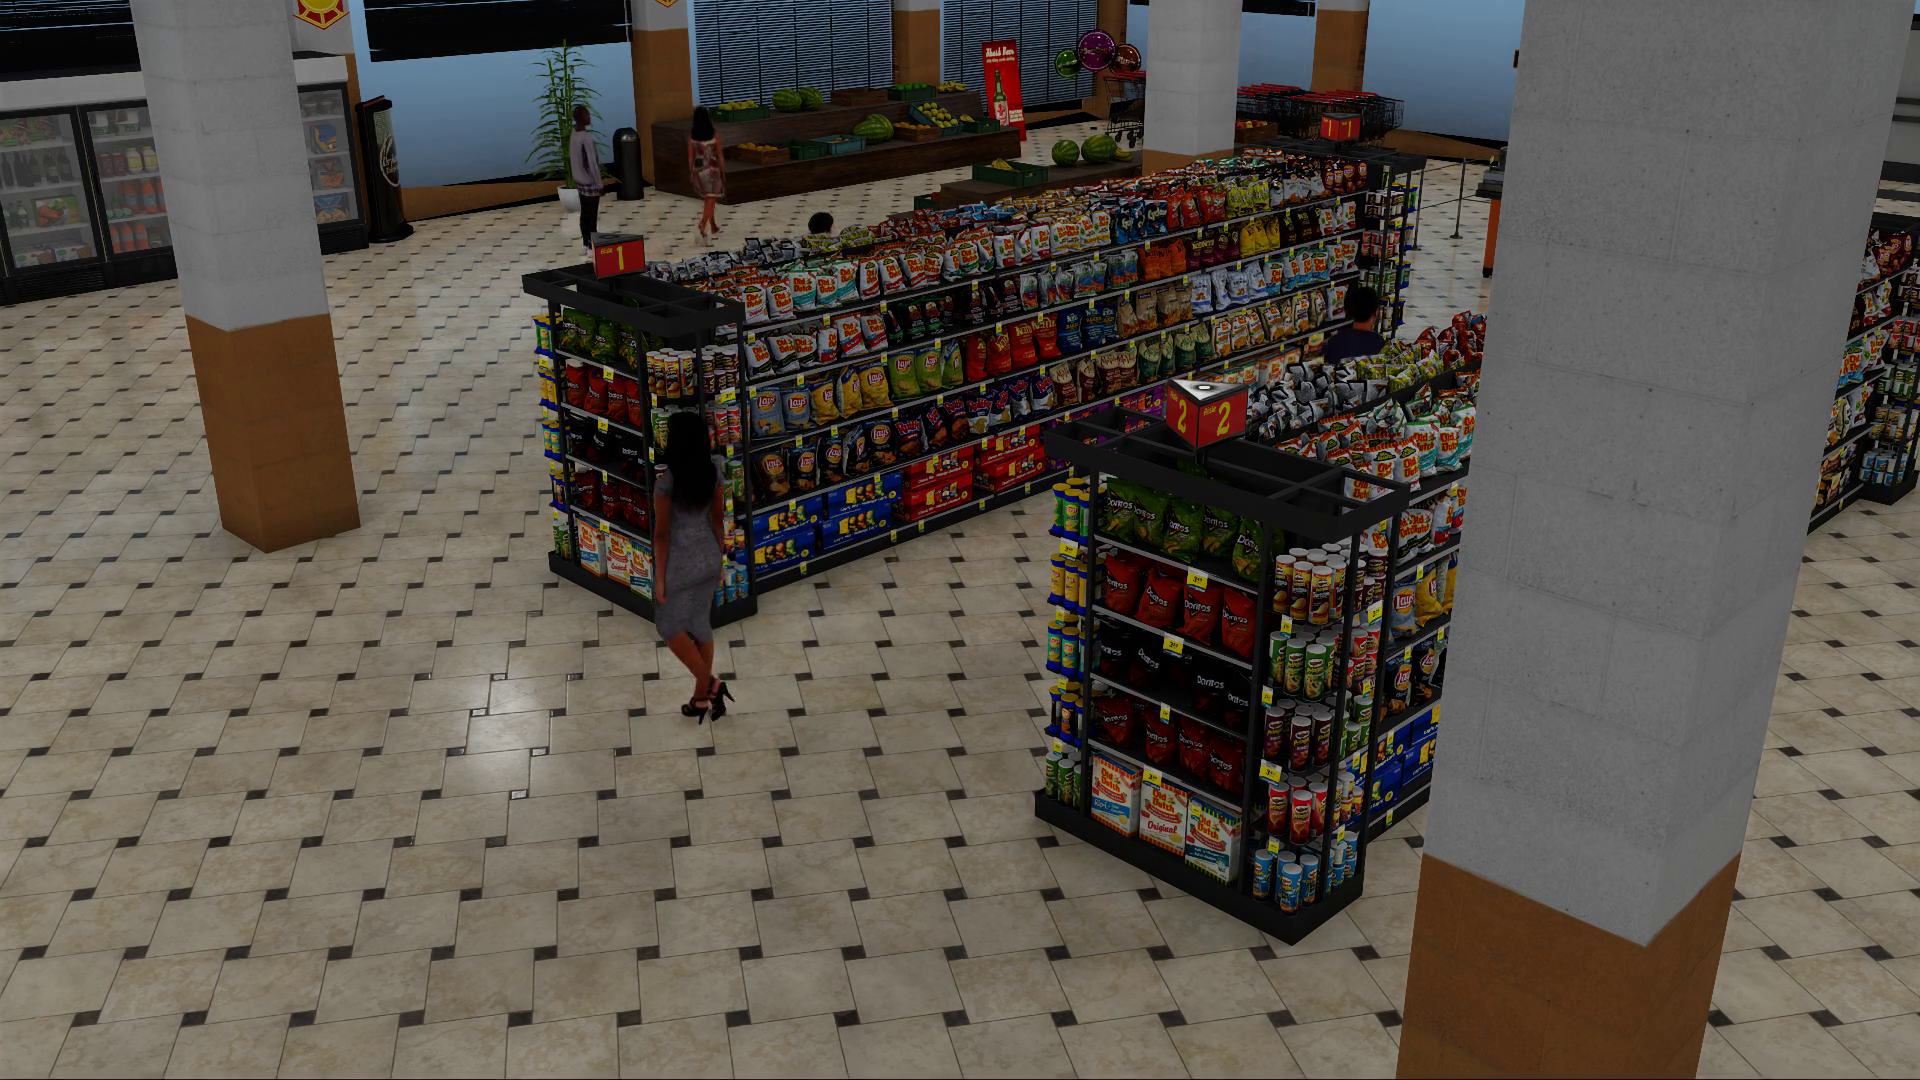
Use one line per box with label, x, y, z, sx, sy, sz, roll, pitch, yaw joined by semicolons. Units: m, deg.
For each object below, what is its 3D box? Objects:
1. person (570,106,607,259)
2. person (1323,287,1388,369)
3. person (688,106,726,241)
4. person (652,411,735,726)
person;-4.479;-4.283;19.884;0.599;1.771;0.654;-18;28;-38
person;2.617;-0.765;11.169;0.773;1.741;1.193;15;26;33
person;-3.190;-4.550;20.762;1.024;1.613;1.162;3;22;8
person;-1.364;0.207;8.712;0.685;1.769;0.674;-19;29;-39
